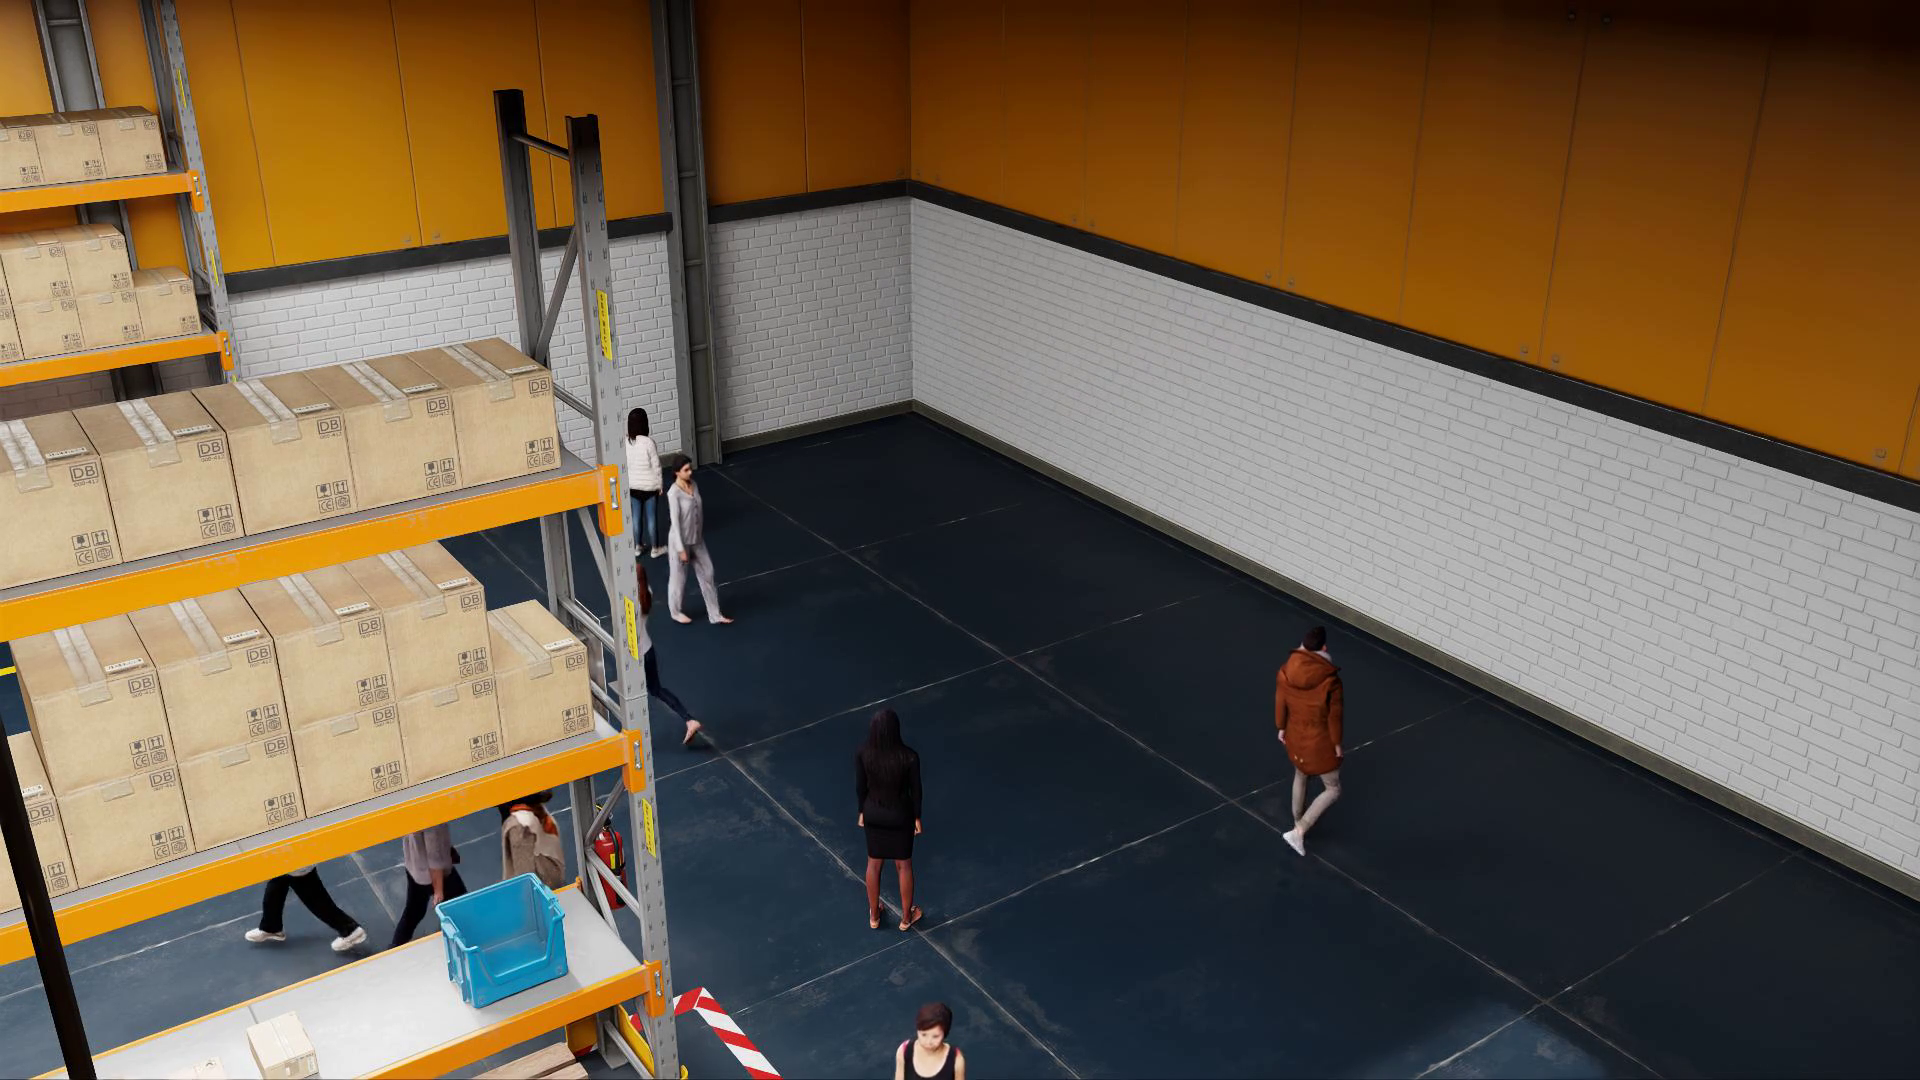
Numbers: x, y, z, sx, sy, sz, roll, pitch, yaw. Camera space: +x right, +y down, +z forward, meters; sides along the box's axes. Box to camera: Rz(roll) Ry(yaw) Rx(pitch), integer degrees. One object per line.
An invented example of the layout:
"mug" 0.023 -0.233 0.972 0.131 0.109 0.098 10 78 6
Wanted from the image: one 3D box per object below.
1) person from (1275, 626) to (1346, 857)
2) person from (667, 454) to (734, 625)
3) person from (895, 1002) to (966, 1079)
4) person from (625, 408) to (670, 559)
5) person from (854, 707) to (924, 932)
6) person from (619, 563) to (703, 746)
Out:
"person" 2.600 1.516 12.365 0.820 1.826 0.966 21 31 39
"person" -2.697 0.002 15.928 0.925 1.747 0.963 13 27 27
"person" -0.156 3.123 9.054 0.892 1.533 0.991 5 24 12
"person" -3.329 -0.605 17.451 0.702 1.638 0.733 8 25 17
"person" -0.498 1.926 11.560 0.664 1.720 0.719 5 24 10
"person" -2.559 0.970 13.753 1.066 1.714 1.069 6 24 13
